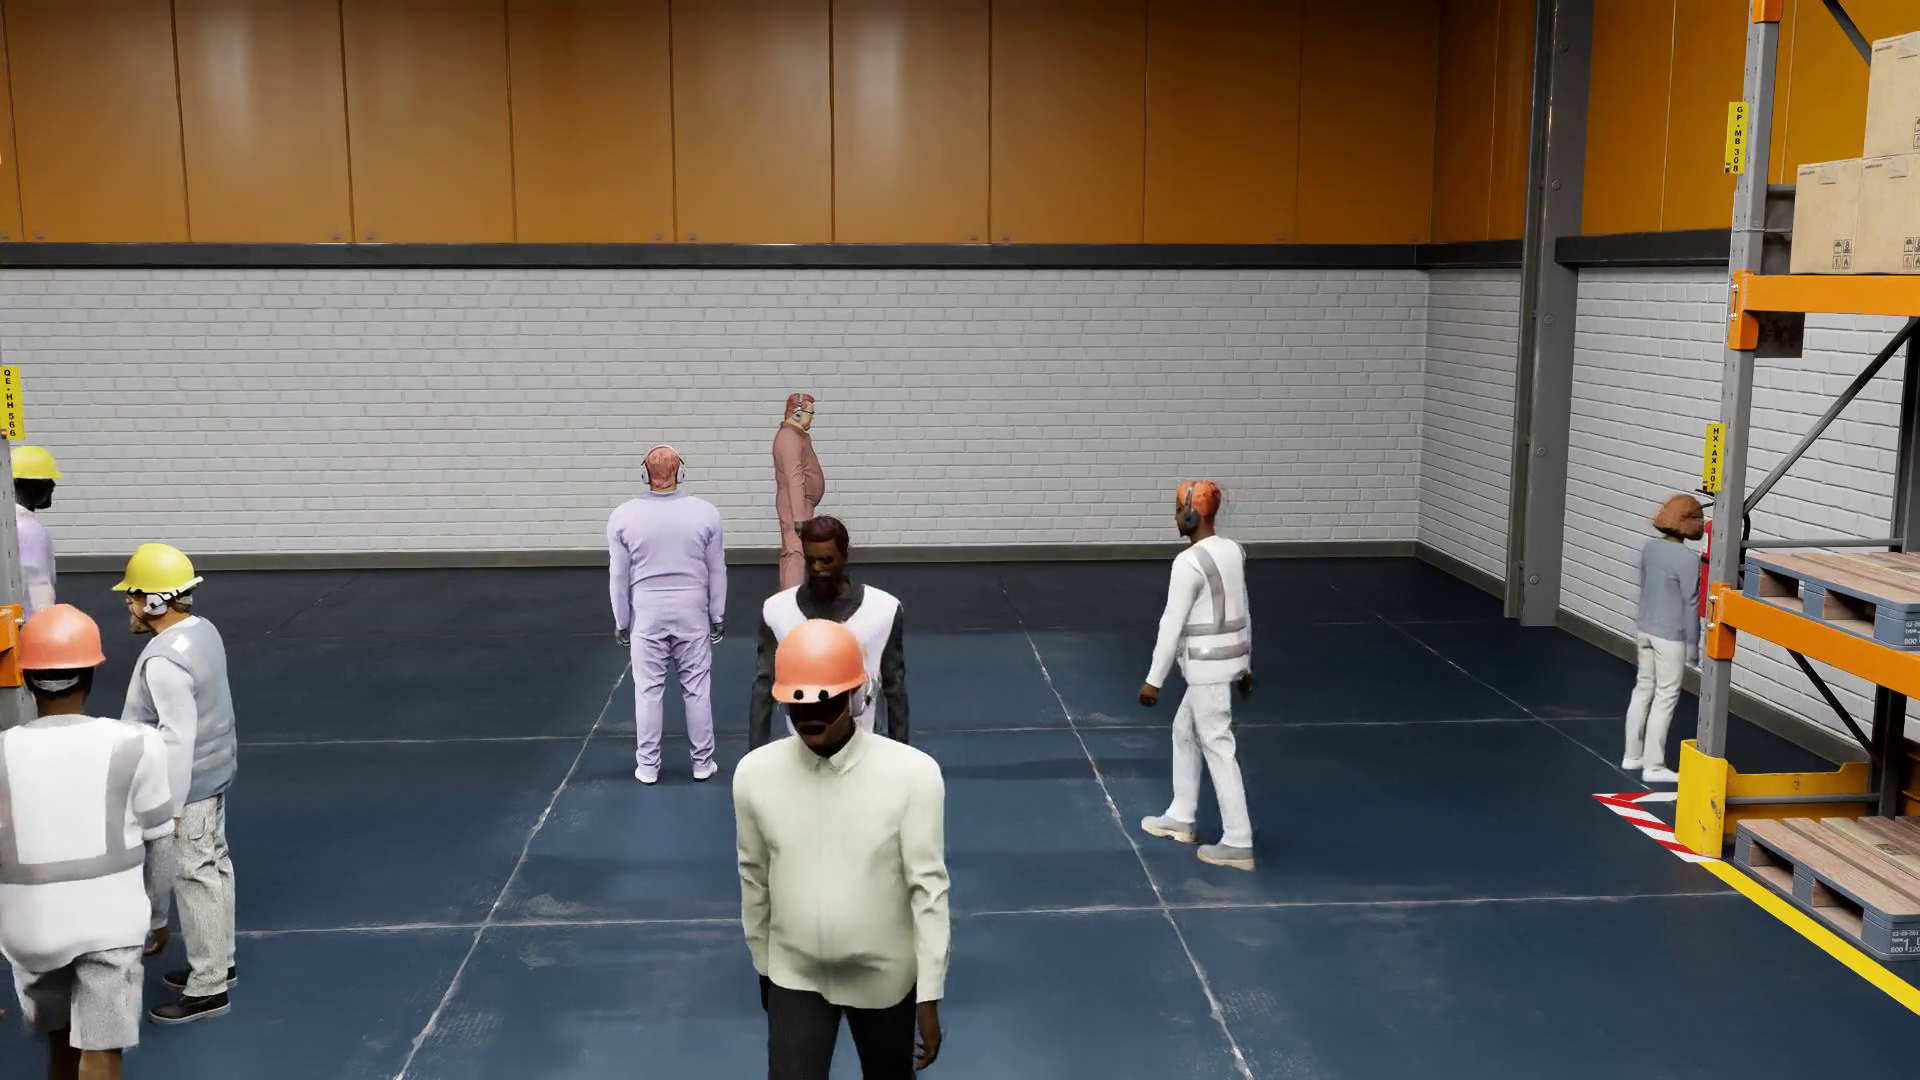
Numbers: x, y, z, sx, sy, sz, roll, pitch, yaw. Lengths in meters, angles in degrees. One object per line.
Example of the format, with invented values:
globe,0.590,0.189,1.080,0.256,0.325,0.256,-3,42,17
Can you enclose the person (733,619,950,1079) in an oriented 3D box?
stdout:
person,-0.307,1.143,4.579,0.606,1.958,0.989,1,9,7

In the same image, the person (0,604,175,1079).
person,-2.593,1.133,4.883,0.541,1.876,1.027,-3,10,-19

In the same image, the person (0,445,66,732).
person,-5.138,0.435,9.116,0.529,1.910,0.620,-9,13,-44

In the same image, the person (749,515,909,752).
person,-0.549,0.841,6.699,0.631,1.867,0.965,1,9,9

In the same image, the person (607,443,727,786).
person,-1.619,0.416,9.257,0.643,1.913,0.410,-2,9,-11

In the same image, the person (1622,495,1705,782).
person,3.966,0.551,9.322,0.307,1.621,0.502,-2,9,-10

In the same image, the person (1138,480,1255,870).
person,1.128,0.633,8.060,0.817,1.854,0.592,5,11,31

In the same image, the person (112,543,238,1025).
person,-2.976,0.918,6.342,0.404,1.833,0.591,-2,9,-13

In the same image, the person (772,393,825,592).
person,-1.283,-0.224,13.307,0.408,1.903,0.638,-2,9,-11
